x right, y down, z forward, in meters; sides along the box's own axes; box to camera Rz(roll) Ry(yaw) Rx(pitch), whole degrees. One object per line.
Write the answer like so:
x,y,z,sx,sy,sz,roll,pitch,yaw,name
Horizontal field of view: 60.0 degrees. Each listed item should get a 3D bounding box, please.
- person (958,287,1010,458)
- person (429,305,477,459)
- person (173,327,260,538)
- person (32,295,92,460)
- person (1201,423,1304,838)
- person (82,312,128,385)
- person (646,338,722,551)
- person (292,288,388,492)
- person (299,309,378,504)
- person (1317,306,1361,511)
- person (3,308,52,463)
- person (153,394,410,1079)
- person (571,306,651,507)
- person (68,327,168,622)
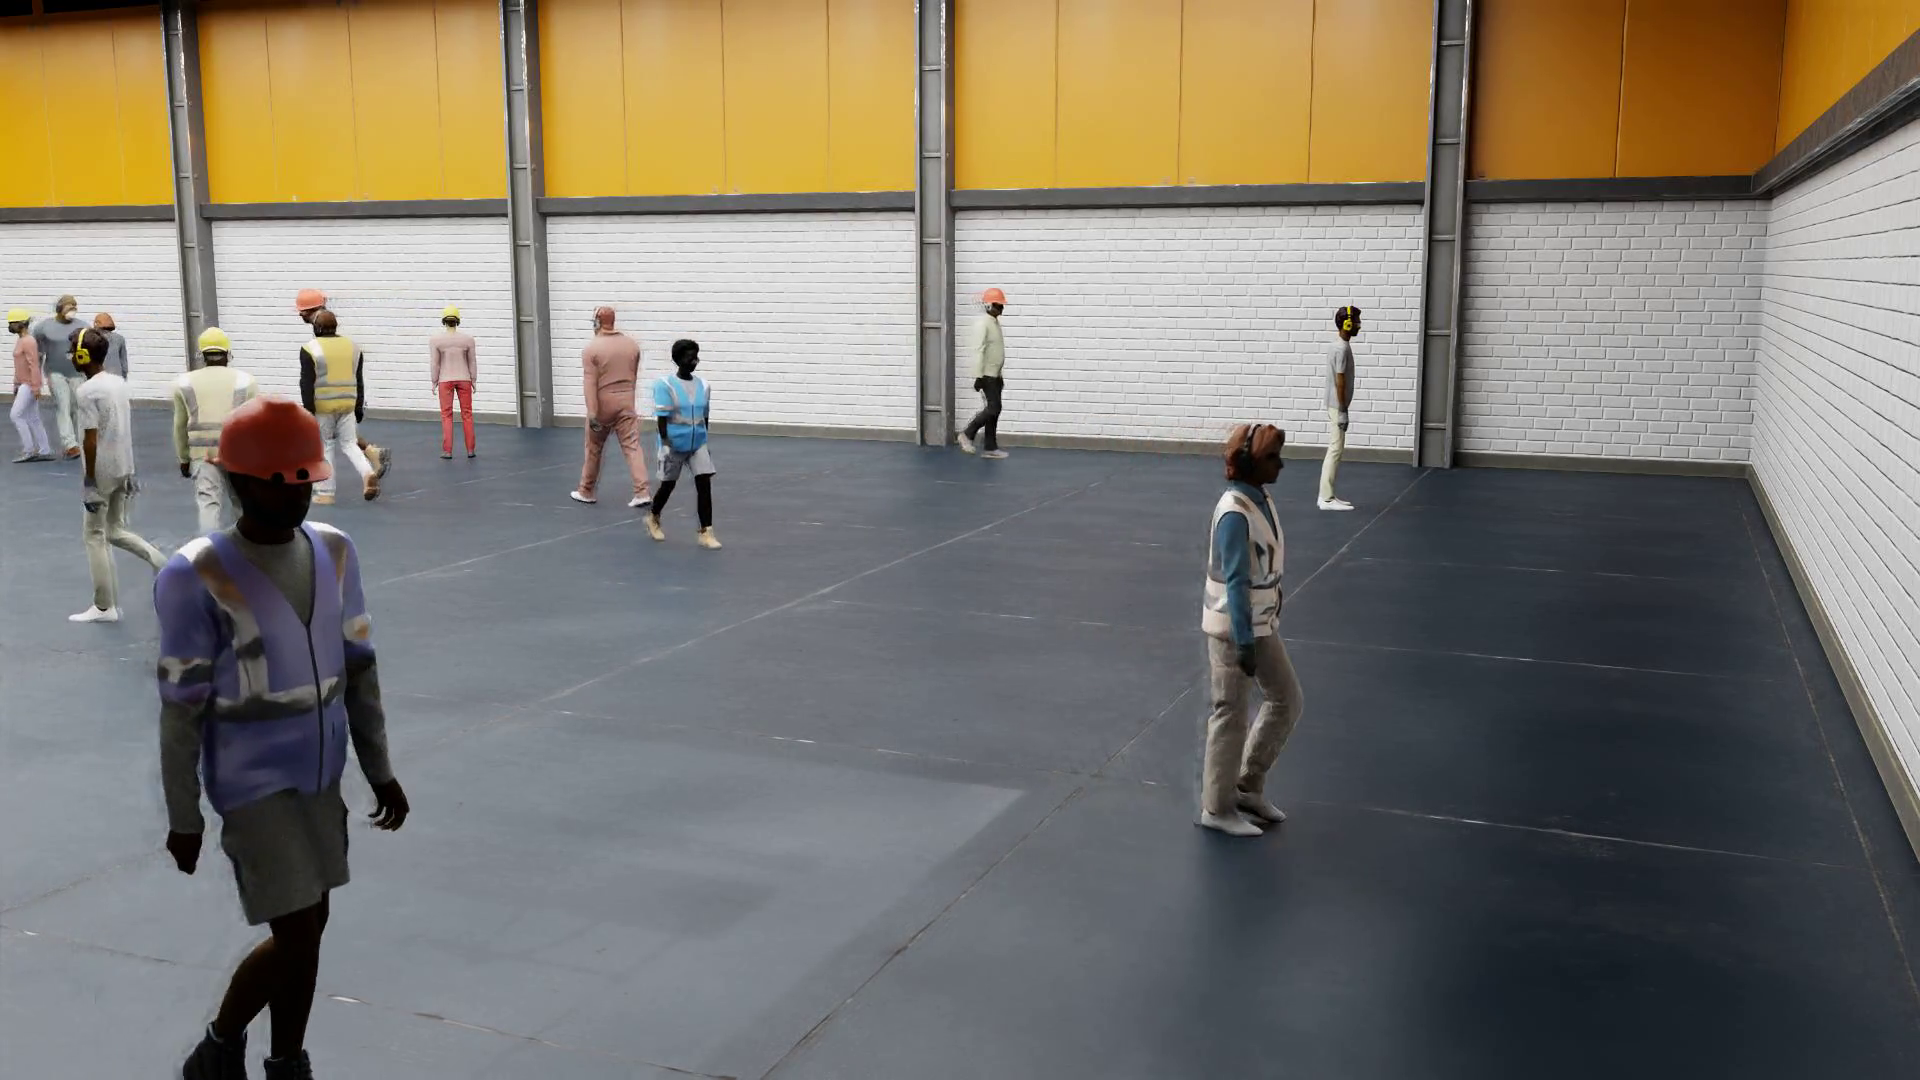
0.322,-1.913,19.133,0.499,1.980,0.615,3,10,18,person
-5.828,-1.813,19.160,0.530,1.768,0.312,-5,10,-26,person
-5.336,-0.633,11.981,0.611,1.785,0.941,-2,10,-14,person
-10.278,-1.867,19.119,1.039,1.875,0.655,9,13,44,person
1.144,0.359,6.429,0.437,1.622,0.538,4,10,24,person
-10.907,-2.089,21.253,0.354,1.626,0.519,4,10,23,person
-2.218,-0.770,13.143,0.529,1.666,0.813,-7,12,-38,person
-6.122,-1.463,16.311,0.816,2.006,0.654,-2,10,-11,person
-5.761,-1.218,15.384,0.702,1.827,0.633,7,12,38,person
3.452,-1.191,15.150,0.326,1.852,0.515,2,9,9,person
-10.553,-1.724,18.682,0.572,1.743,0.545,-8,12,-39,person
-1.665,0.593,4.142,0.421,1.915,0.538,4,10,23,person
-3.231,-1.230,15.356,0.637,1.858,0.998,-9,13,-42,person
-5.241,-0.395,10.335,0.622,1.852,0.517,1,9,3,person
